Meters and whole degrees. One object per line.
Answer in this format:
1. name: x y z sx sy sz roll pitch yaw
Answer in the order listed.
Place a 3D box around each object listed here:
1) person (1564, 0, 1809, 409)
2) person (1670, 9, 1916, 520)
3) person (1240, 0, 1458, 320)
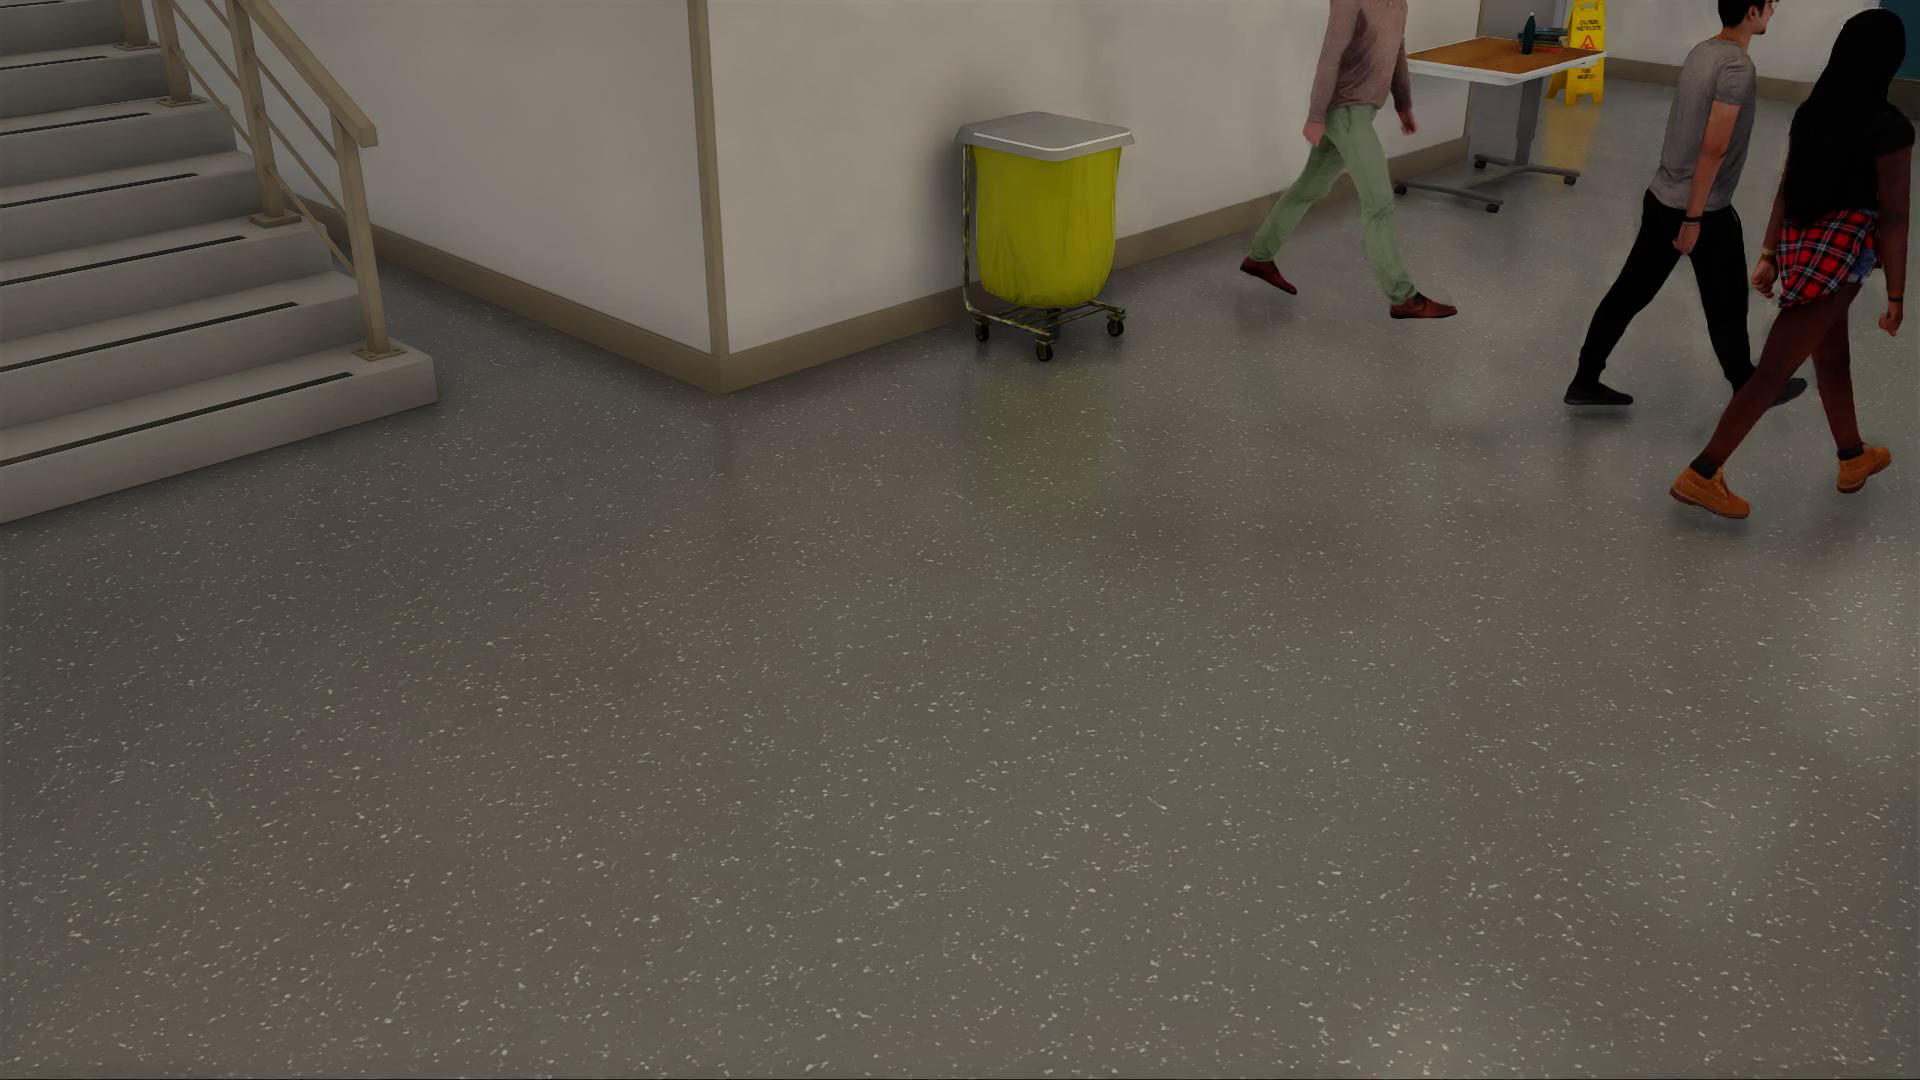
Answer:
1. person: 2.719 -1.267 6.397 1.139 1.710 1.113 -1 26 -2
2. person: 2.812 -0.857 5.588 1.117 1.674 1.214 -5 26 -10
3. person: 1.700 -1.927 7.645 1.385 1.815 0.853 17 30 31
